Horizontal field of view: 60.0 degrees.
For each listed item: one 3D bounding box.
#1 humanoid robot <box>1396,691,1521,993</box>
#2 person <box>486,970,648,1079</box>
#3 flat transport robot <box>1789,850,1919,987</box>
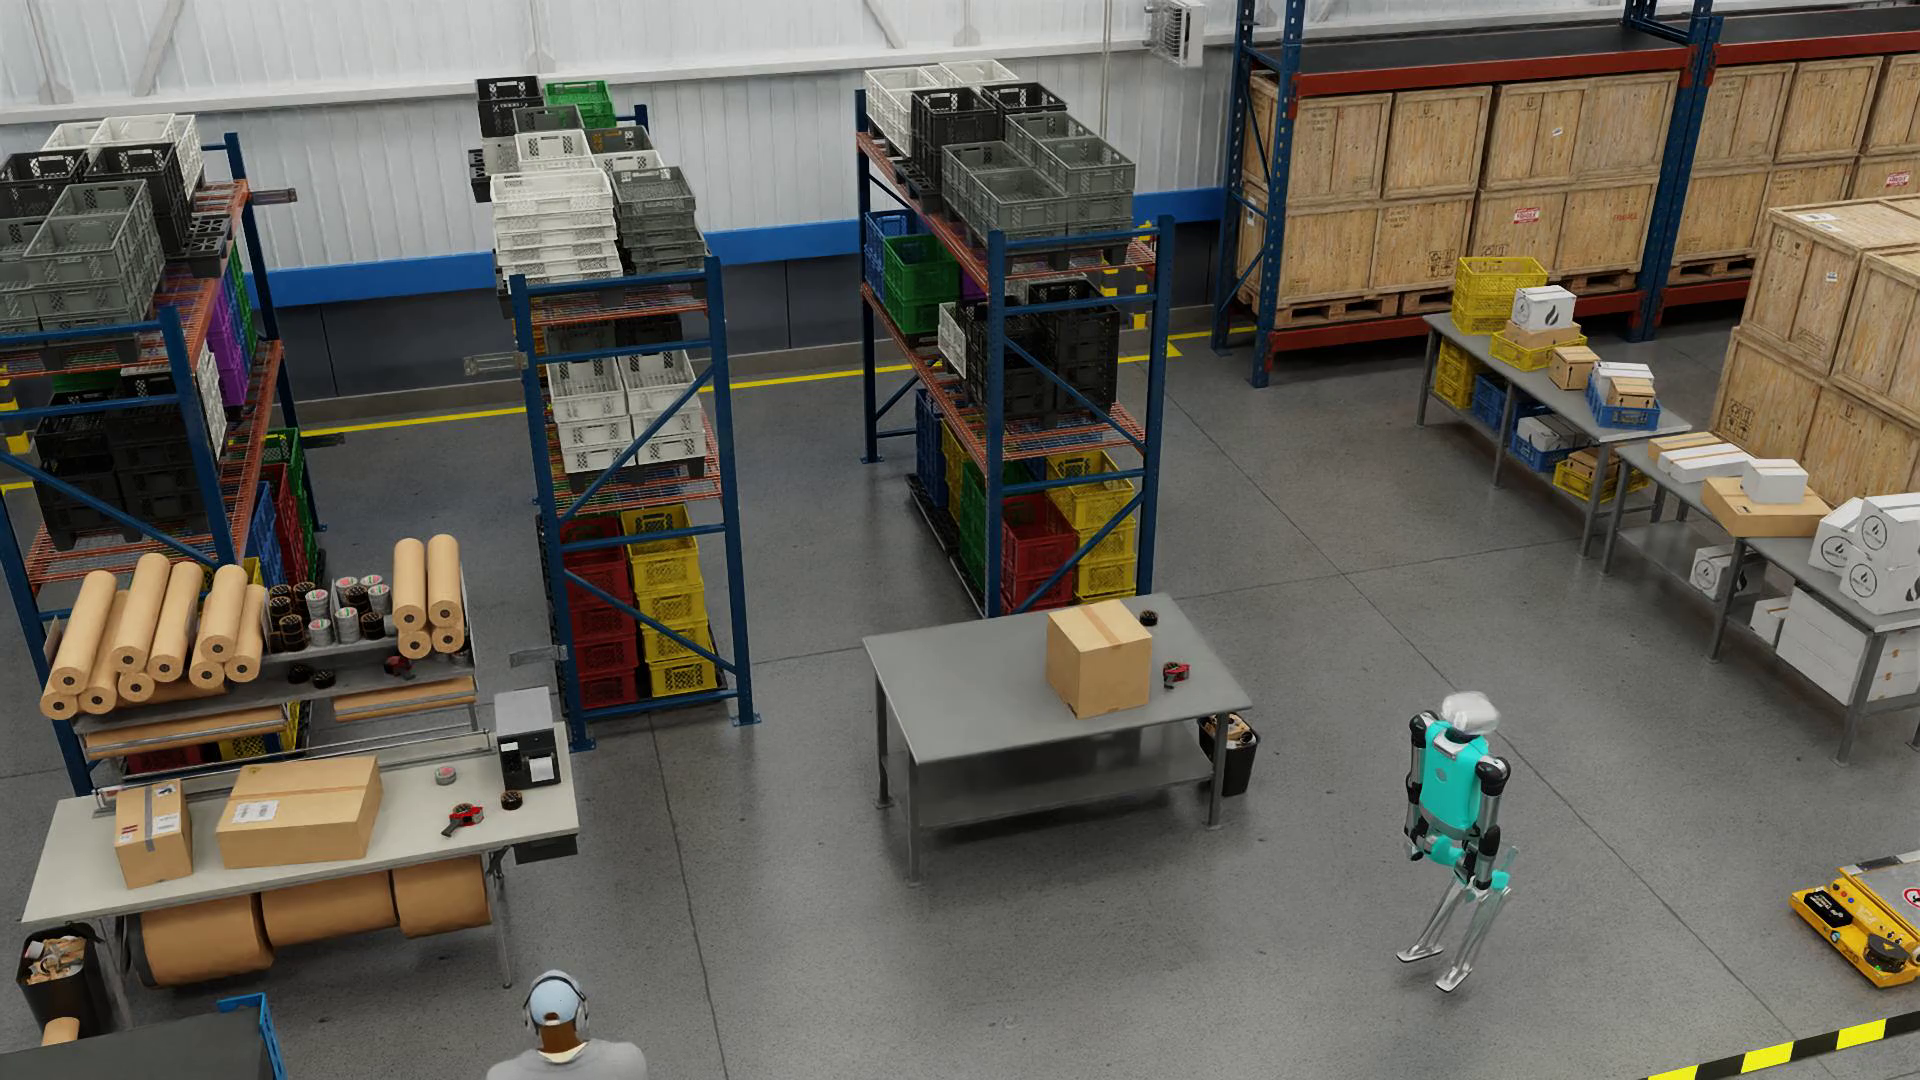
[{"bbox_3d":[2.470,1.397,7.958,0.735,1.674,0.533,-17,33,-28],"label":"humanoid robot"},{"bbox_3d":[-1.415,2.344,6.258,0.587,1.848,0.398,-6,29,-11],"label":"person"},{"bbox_3d":[5.163,1.916,8.676,1.431,0.231,0.659,-8,30,-14],"label":"flat transport robot"}]
